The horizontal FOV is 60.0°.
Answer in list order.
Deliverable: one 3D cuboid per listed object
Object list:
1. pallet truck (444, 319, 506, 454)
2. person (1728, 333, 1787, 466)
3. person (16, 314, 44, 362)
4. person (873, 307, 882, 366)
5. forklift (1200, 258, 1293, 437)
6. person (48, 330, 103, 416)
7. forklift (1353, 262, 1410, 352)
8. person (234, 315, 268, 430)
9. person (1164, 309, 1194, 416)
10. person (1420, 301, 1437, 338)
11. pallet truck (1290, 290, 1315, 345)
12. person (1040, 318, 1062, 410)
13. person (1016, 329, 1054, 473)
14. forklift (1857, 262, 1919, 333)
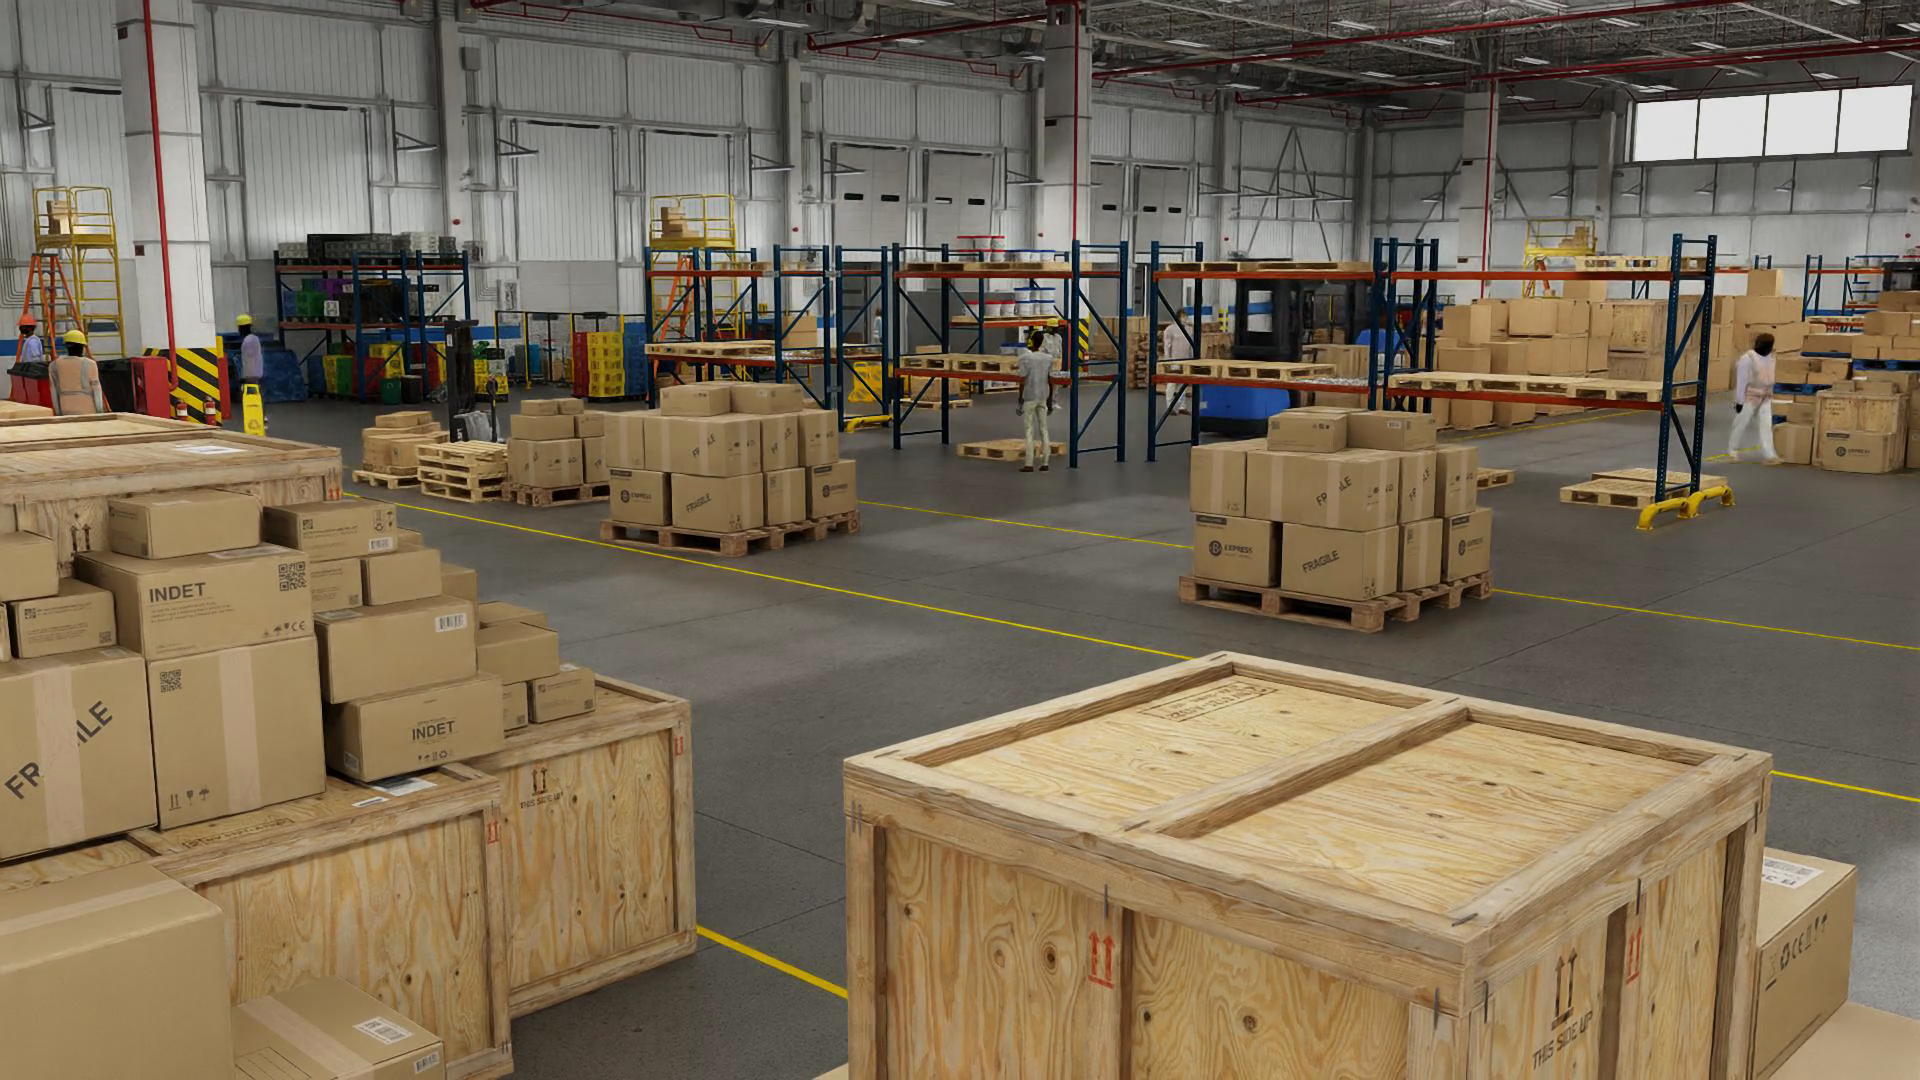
[{"bbox_3d":[-6.981,-1.942,22.150,1.885,1.965,0.823,1,9,9],"label":"pallet truck"},{"bbox_3d":[10.760,-1.879,22.422,0.653,1.792,0.809,-3,10,-20],"label":"person"},{"bbox_3d":[-14.773,-2.621,26.487,0.347,1.943,0.545,-6,11,-33],"label":"person"},{"bbox_3d":[-2.161,-5.387,44.402,0.316,1.632,0.524,-2,9,-10],"label":"person"},{"bbox_3d":[4.818,-3.120,26.674,1.129,2.768,1.873,9,13,43],"label":"forklift"},{"bbox_3d":[-10.622,-1.559,20.051,0.585,1.917,0.381,-1,9,-3],"label":"person"},{"bbox_3d":[10.601,-5.771,42.927,1.129,2.768,1.873,-7,11,-35],"label":"forklift"},{"bbox_3d":[-11.642,-2.731,27.266,0.426,1.906,0.599,-3,10,-19],"label":"person"},{"bbox_3d":[3.985,-3.222,30.179,0.628,1.940,0.373,-5,10,-27],"label":"person"},{"bbox_3d":[14.716,-6.685,52.296,0.540,1.652,0.857,6,11,34],"label":"person"},{"bbox_3d":[11.297,-6.951,52.861,1.885,1.965,0.823,-5,11,-29],"label":"pallet truck"},{"bbox_3d":[1.734,-3.331,31.476,0.490,1.735,0.323,-5,11,-30],"label":"person"},{"bbox_3d":[0.972,-1.801,21.675,0.534,1.871,0.315,-4,10,-23],"label":"person"},{"bbox_3d":[23.395,-5.530,41.453,1.129,2.768,1.873,0,9,-3],"label":"forklift"}]
